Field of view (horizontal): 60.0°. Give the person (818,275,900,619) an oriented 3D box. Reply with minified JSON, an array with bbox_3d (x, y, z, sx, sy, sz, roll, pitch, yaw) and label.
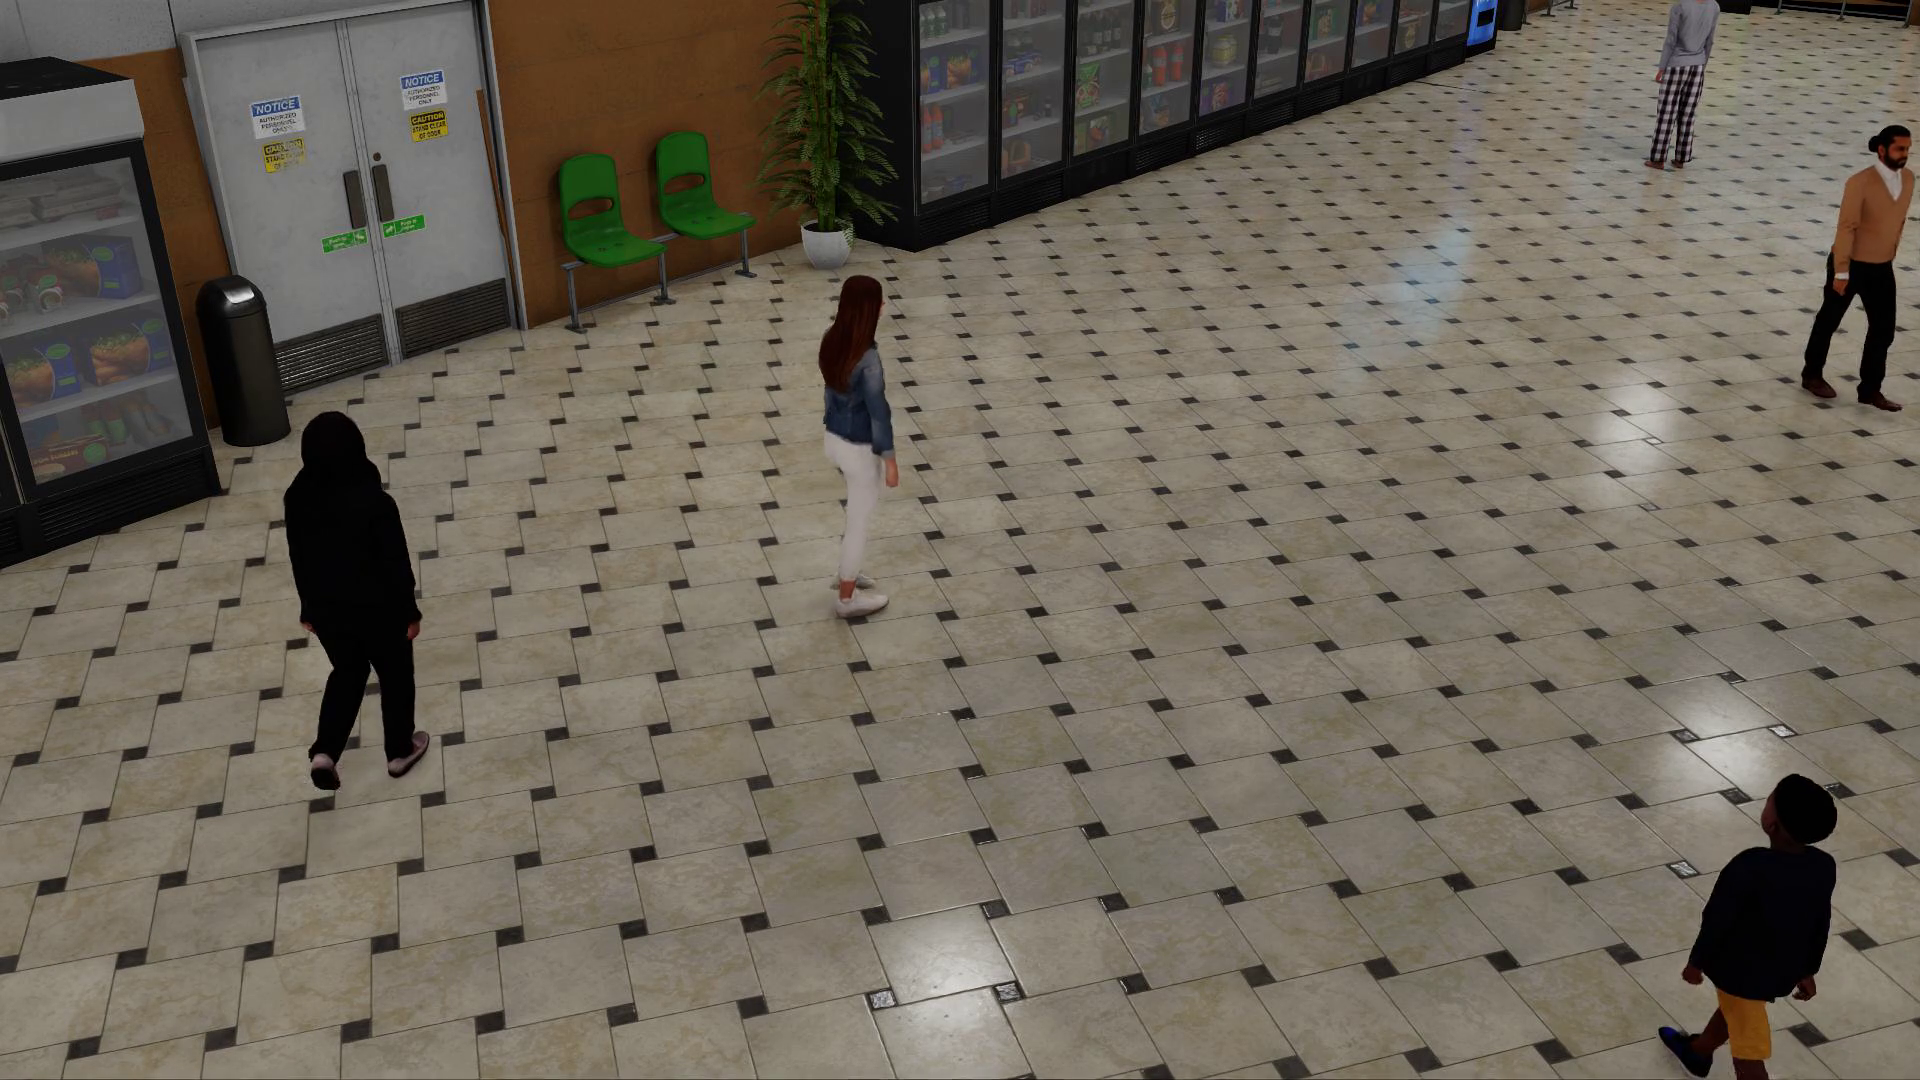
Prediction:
[{"bbox_3d":[-0.568,-0.400,7.783,0.770,1.689,0.625,-15,31,-27],"label":"person"}]

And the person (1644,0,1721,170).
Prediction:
[{"bbox_3d":[6.750,-4.394,15.486,0.693,1.847,0.749,-3,27,-5],"label":"person"}]

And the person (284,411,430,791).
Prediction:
[{"bbox_3d":[-2.382,0.306,6.488,0.940,1.603,0.944,5,27,9],"label":"person"}]

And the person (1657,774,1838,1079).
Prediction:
[{"bbox_3d":[2.401,1.295,4.926,0.830,1.250,0.963,-7,28,-13],"label":"person"}]

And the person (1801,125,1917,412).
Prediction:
[{"bbox_3d":[5.536,-1.709,10.316,0.966,1.733,1.055,-6,28,-12],"label":"person"}]
